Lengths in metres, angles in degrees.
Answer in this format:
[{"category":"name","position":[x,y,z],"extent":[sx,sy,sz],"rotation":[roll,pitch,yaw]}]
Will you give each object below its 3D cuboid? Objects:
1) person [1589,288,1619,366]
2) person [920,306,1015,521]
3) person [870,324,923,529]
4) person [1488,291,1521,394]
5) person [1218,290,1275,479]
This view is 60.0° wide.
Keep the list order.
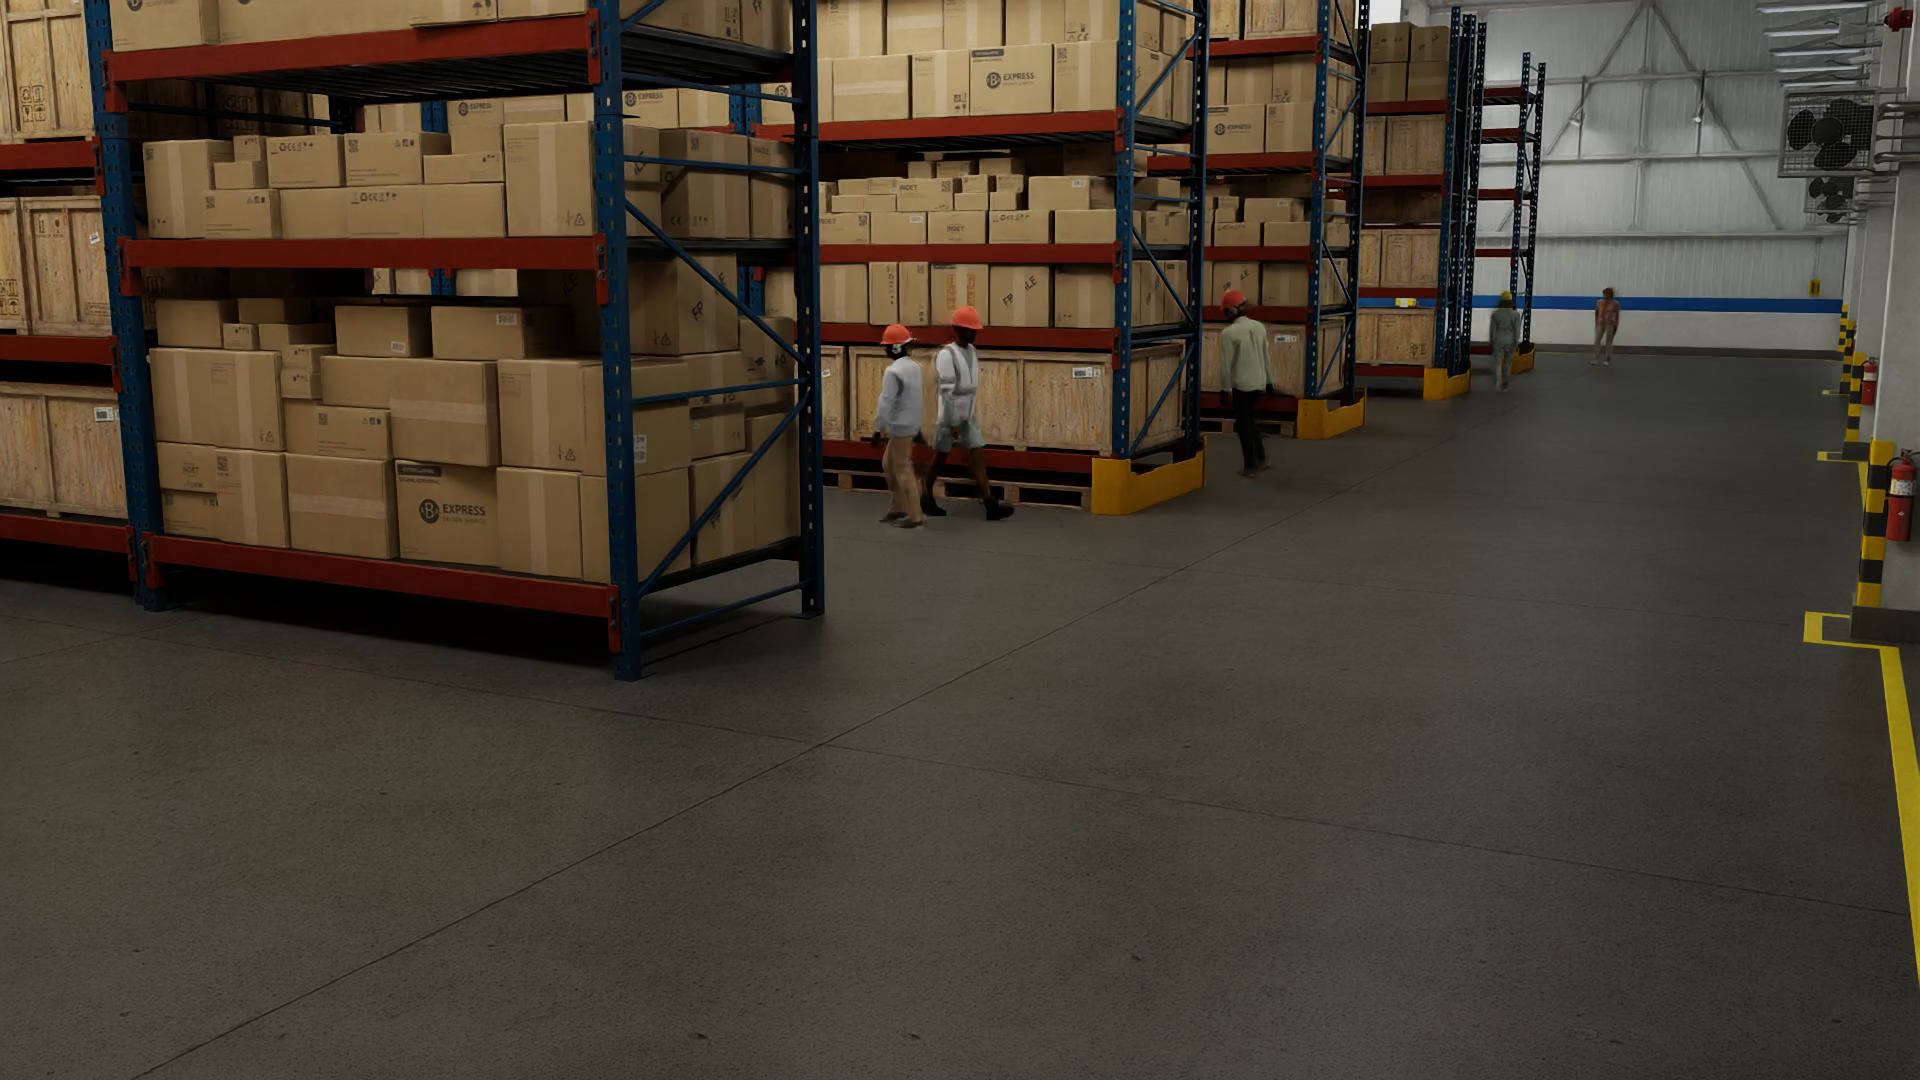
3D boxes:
[{"category":"person","position":[13.272,-4.373,34.230],"extent":[0.535,1.596,0.810],"rotation":[8,13,40]},{"category":"person","position":[0.003,-1.100,14.531],"extent":[1.009,1.876,0.559],"rotation":[8,12,38]},{"category":"person","position":[-0.558,-0.955,14.104],"extent":[0.622,1.730,0.576],"rotation":[3,10,16]},{"category":"person","position":[9.052,-3.288,27.682],"extent":[0.494,1.707,0.831],"rotation":[3,10,16]},{"category":"person","position":[2.924,-1.603,17.206],"extent":[0.681,1.951,0.493],"rotation":[-8,12,-38]}]
